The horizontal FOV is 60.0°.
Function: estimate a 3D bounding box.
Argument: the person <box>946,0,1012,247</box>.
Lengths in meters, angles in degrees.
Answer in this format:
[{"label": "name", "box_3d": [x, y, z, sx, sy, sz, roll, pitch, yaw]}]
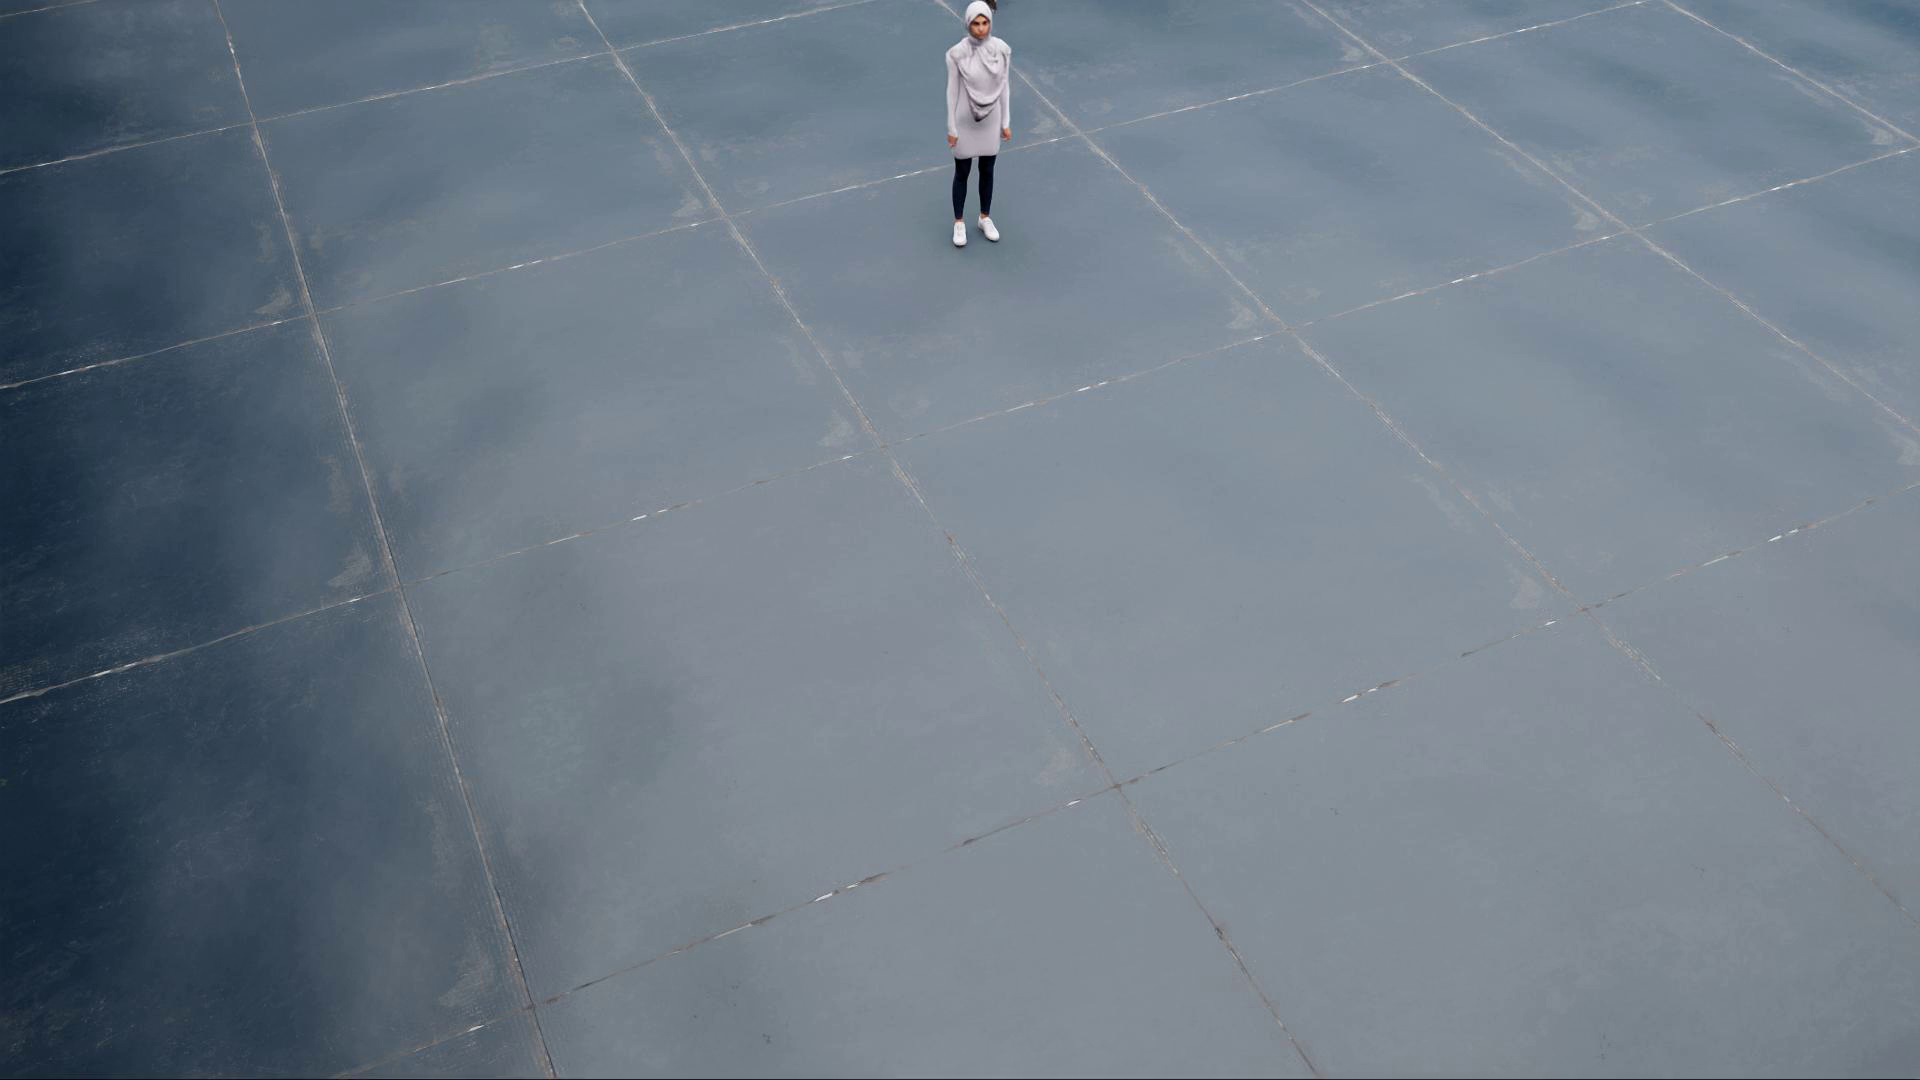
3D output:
[{"label": "person", "box_3d": [0.119, -2.917, 11.648, 0.651, 1.775, 0.600, -9, 43, -10]}]
